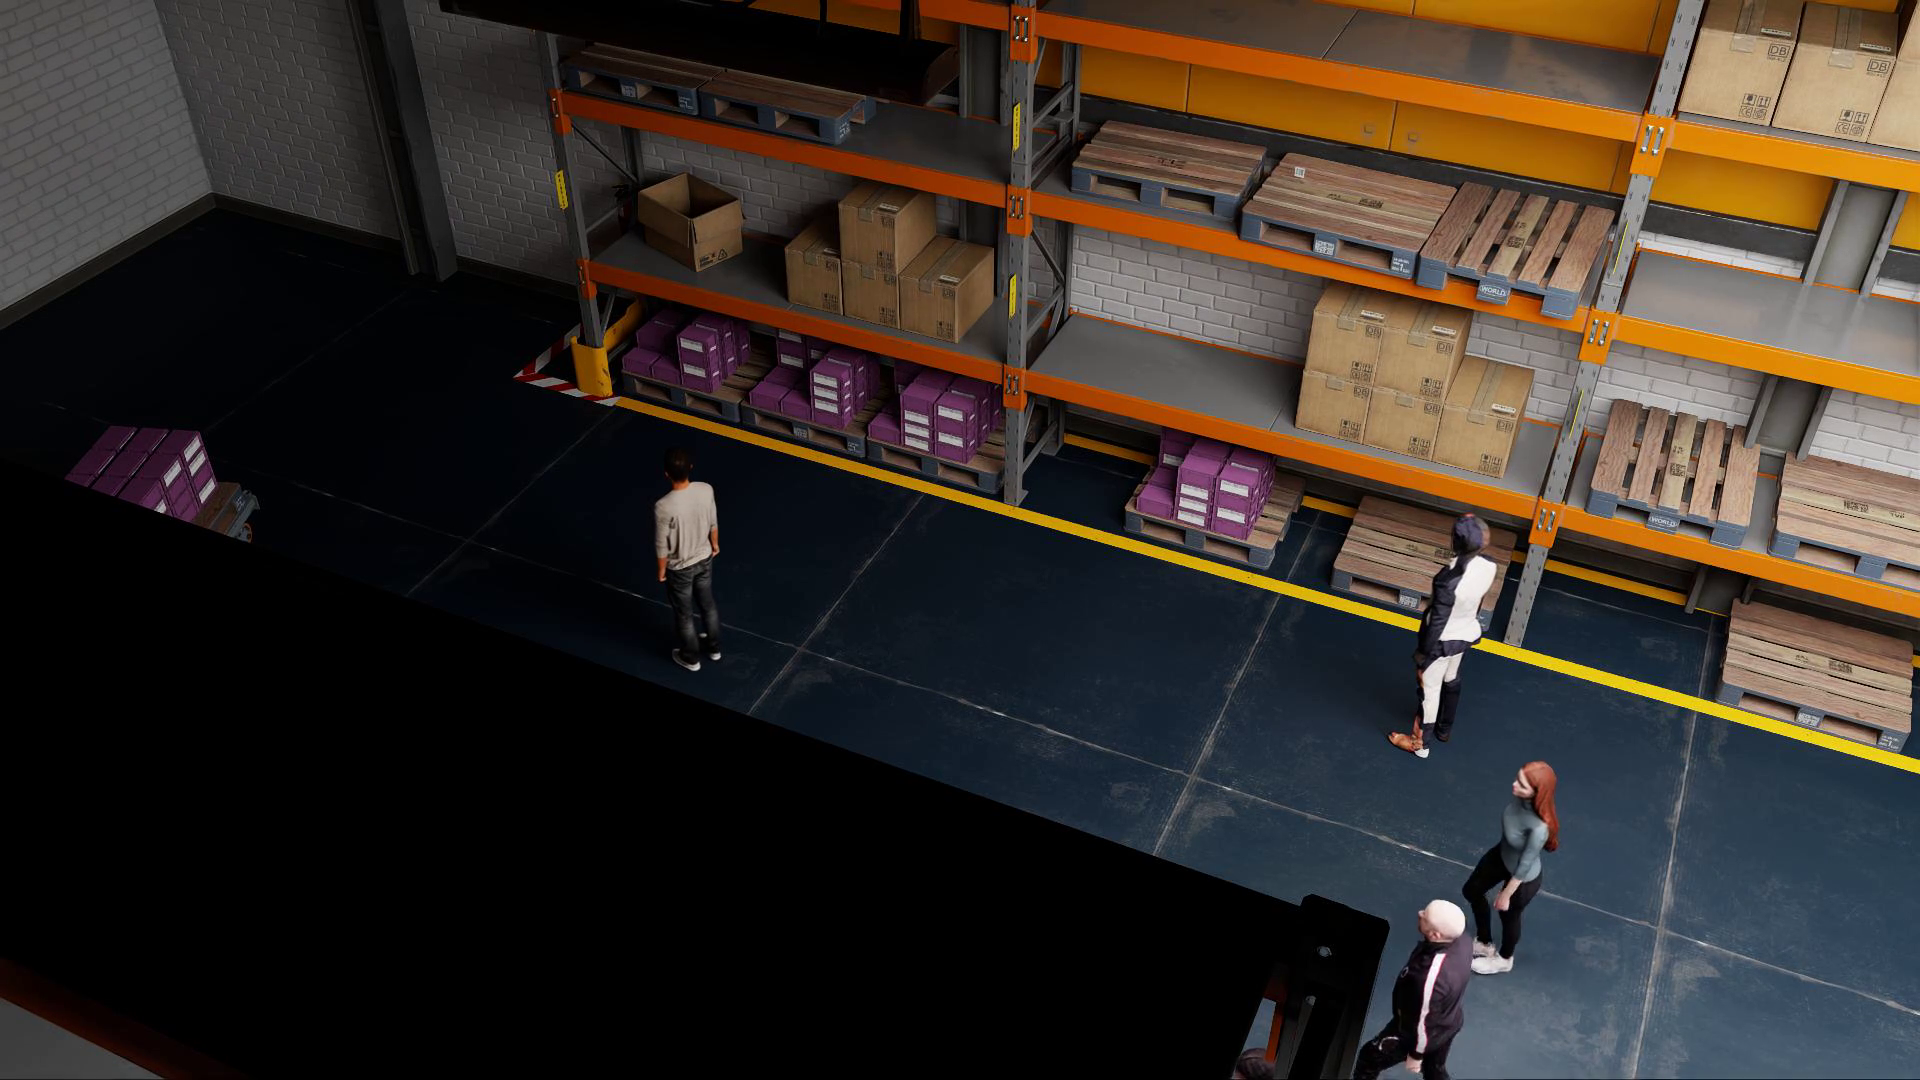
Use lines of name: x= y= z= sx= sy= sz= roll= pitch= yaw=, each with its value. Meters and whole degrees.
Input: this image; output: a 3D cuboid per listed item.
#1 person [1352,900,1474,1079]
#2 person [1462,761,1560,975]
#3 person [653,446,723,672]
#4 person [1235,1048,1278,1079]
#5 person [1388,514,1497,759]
person: x=2.449 y=2.536 z=8.497 sx=1.006 sy=1.811 sz=0.802 roll=24 pitch=44 yaw=27
person: x=3.208 y=1.878 z=9.387 sx=0.720 sy=1.730 sz=0.708 roll=3 pitch=39 yaw=4
person: x=-1.866 y=0.145 z=11.497 sx=0.726 sy=1.805 sz=0.682 roll=-30 pitch=48 yaw=-32
person: x=1.363 y=2.982 z=7.967 sx=0.658 sy=1.776 sz=0.661 roll=3 pitch=39 yaw=3
person: x=3.168 y=0.631 z=10.819 sx=0.784 sy=1.891 sz=0.766 roll=-25 pitch=45 yaw=-28
